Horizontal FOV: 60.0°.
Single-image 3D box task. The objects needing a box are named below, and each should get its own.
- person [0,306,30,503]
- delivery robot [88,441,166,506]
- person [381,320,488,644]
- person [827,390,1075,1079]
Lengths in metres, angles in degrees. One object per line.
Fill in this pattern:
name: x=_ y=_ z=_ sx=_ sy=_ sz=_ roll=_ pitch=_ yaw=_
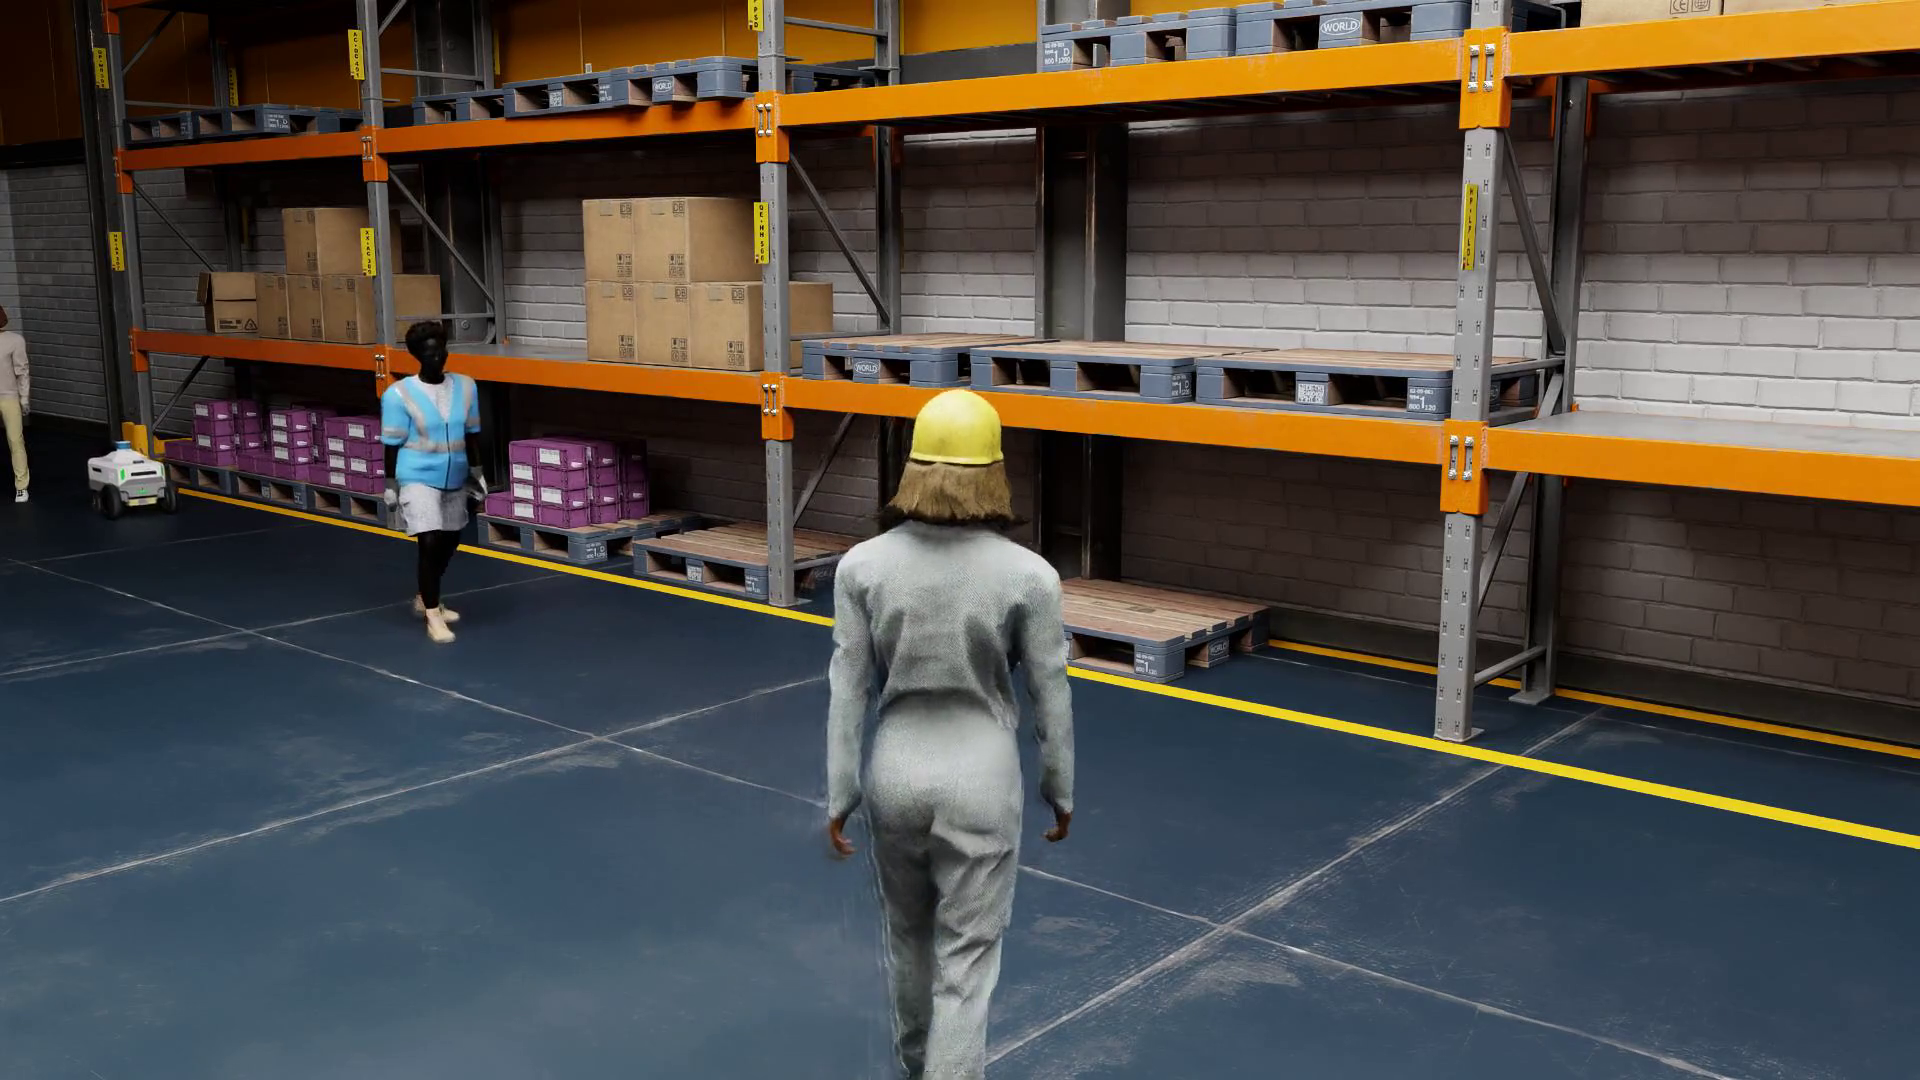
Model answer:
person: x=-7.656 y=-1.103 z=13.219 sx=0.497 sy=1.633 sz=0.283 roll=-2 pitch=10 yaw=-10
delivery robot: x=-6.336 y=-0.508 z=12.636 sx=0.707 sy=0.478 sz=0.477 roll=9 pitch=14 yaw=43
person: x=-2.793 y=-0.318 z=8.675 sx=0.617 sy=1.663 sz=0.548 roll=8 pitch=13 yaw=39
person: x=0.001 y=0.528 z=3.673 sx=0.515 sy=1.712 sz=0.756 roll=2 pitch=10 yaw=12
